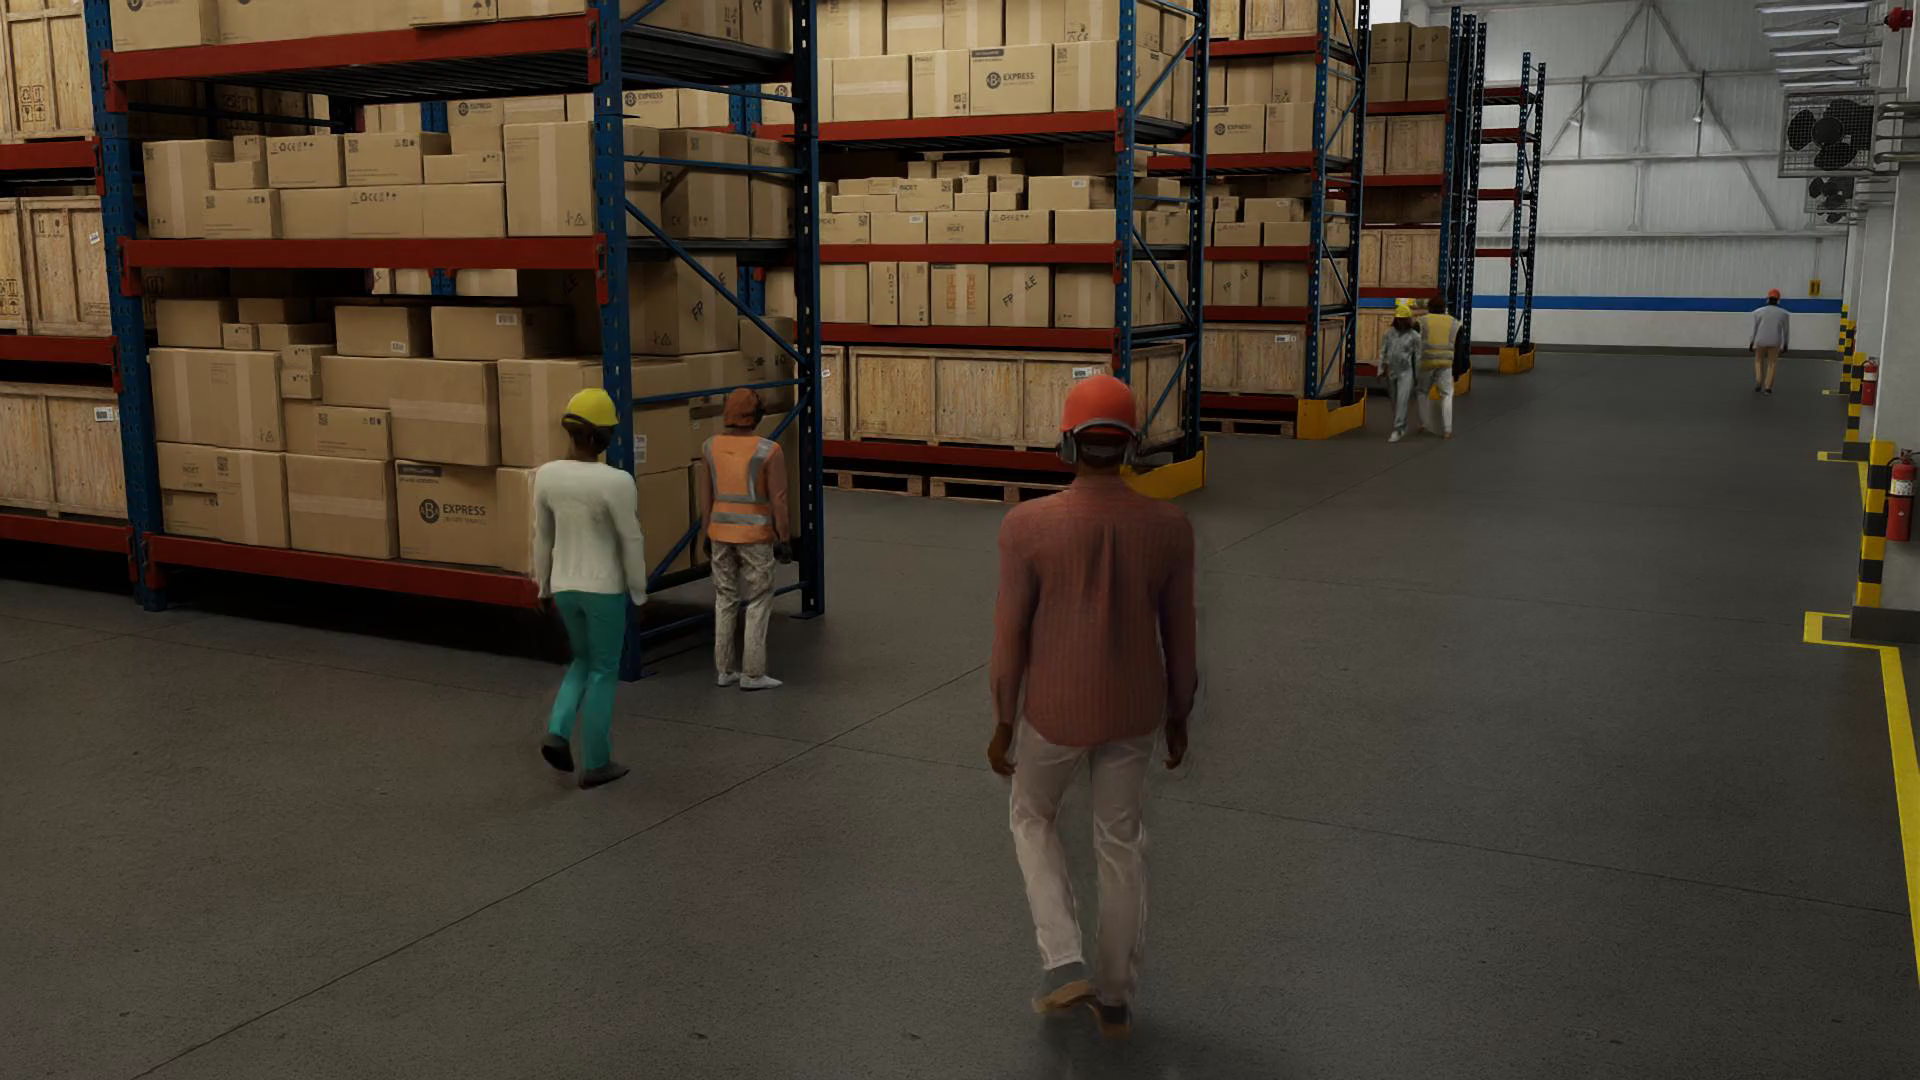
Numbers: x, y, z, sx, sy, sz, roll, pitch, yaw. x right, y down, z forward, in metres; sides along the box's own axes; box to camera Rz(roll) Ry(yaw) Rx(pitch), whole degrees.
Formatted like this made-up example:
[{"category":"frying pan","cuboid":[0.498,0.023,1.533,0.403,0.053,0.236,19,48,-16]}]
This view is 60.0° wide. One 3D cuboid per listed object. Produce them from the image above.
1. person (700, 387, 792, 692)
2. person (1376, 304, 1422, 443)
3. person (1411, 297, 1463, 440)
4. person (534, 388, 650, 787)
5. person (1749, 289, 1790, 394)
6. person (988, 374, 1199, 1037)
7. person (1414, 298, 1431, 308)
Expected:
[{"category":"person","cuboid":[-1.153,-0.001,8.890,0.526,1.628,0.327,4,11,24]},{"category":"person","cuboid":[5.486,-2.083,20.690,0.484,1.707,0.839,7,12,35]},{"category":"person","cuboid":[6.027,-2.186,21.150,0.637,1.765,0.979,1,10,5]},{"category":"person","cuboid":[-1.601,0.211,7.280,0.532,1.751,0.374,5,11,27]},{"category":"person","cuboid":[13.502,-3.311,27.735,0.602,1.724,0.696,5,11,26]},{"category":"person","cuboid":[0.398,0.498,4.968,0.648,1.974,0.437,-2,10,-11]},{"category":"person","cuboid":[10.299,-4.934,36.846,0.602,1.832,0.563,8,13,38]}]
